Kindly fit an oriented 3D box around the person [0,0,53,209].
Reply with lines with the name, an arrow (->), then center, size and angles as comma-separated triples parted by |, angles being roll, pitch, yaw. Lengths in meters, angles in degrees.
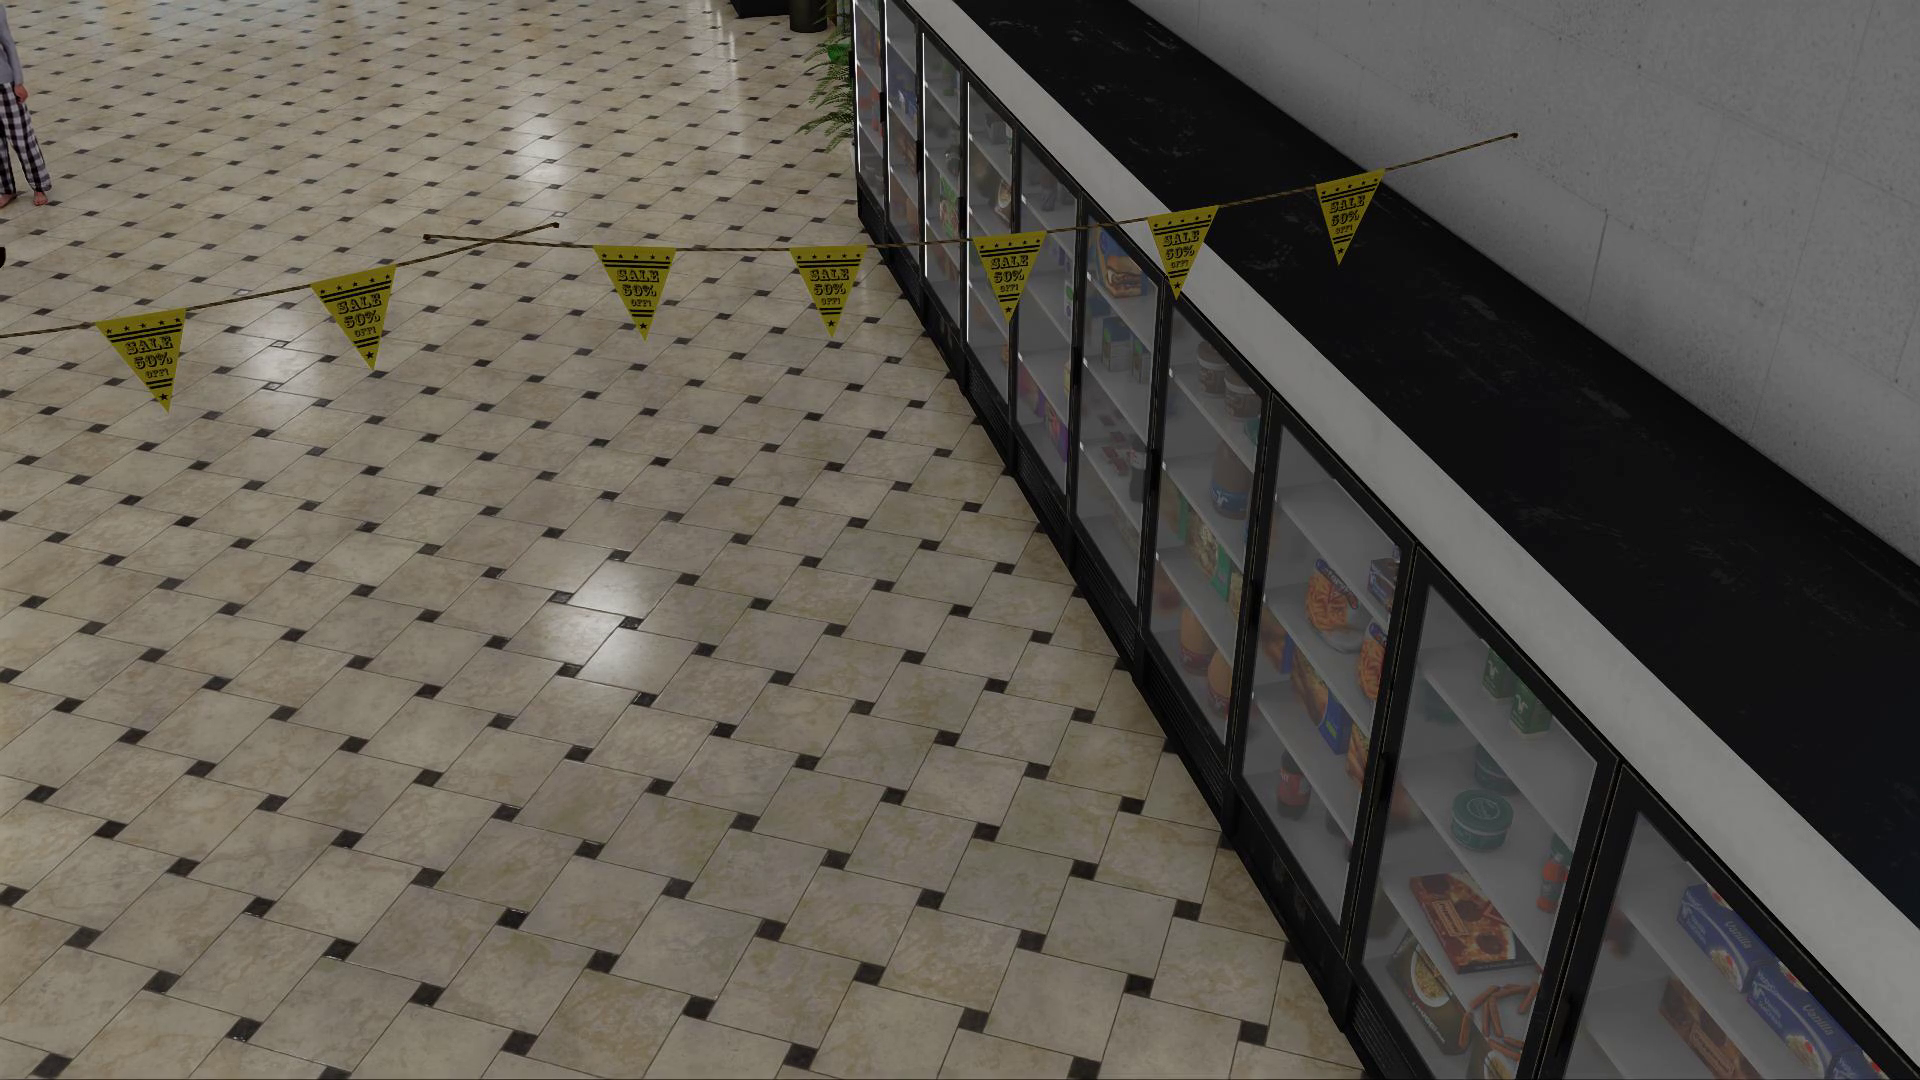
person -> -7.216, -3.412, 12.384 | 0.500, 1.847, 0.702 | -5, 32, -8
